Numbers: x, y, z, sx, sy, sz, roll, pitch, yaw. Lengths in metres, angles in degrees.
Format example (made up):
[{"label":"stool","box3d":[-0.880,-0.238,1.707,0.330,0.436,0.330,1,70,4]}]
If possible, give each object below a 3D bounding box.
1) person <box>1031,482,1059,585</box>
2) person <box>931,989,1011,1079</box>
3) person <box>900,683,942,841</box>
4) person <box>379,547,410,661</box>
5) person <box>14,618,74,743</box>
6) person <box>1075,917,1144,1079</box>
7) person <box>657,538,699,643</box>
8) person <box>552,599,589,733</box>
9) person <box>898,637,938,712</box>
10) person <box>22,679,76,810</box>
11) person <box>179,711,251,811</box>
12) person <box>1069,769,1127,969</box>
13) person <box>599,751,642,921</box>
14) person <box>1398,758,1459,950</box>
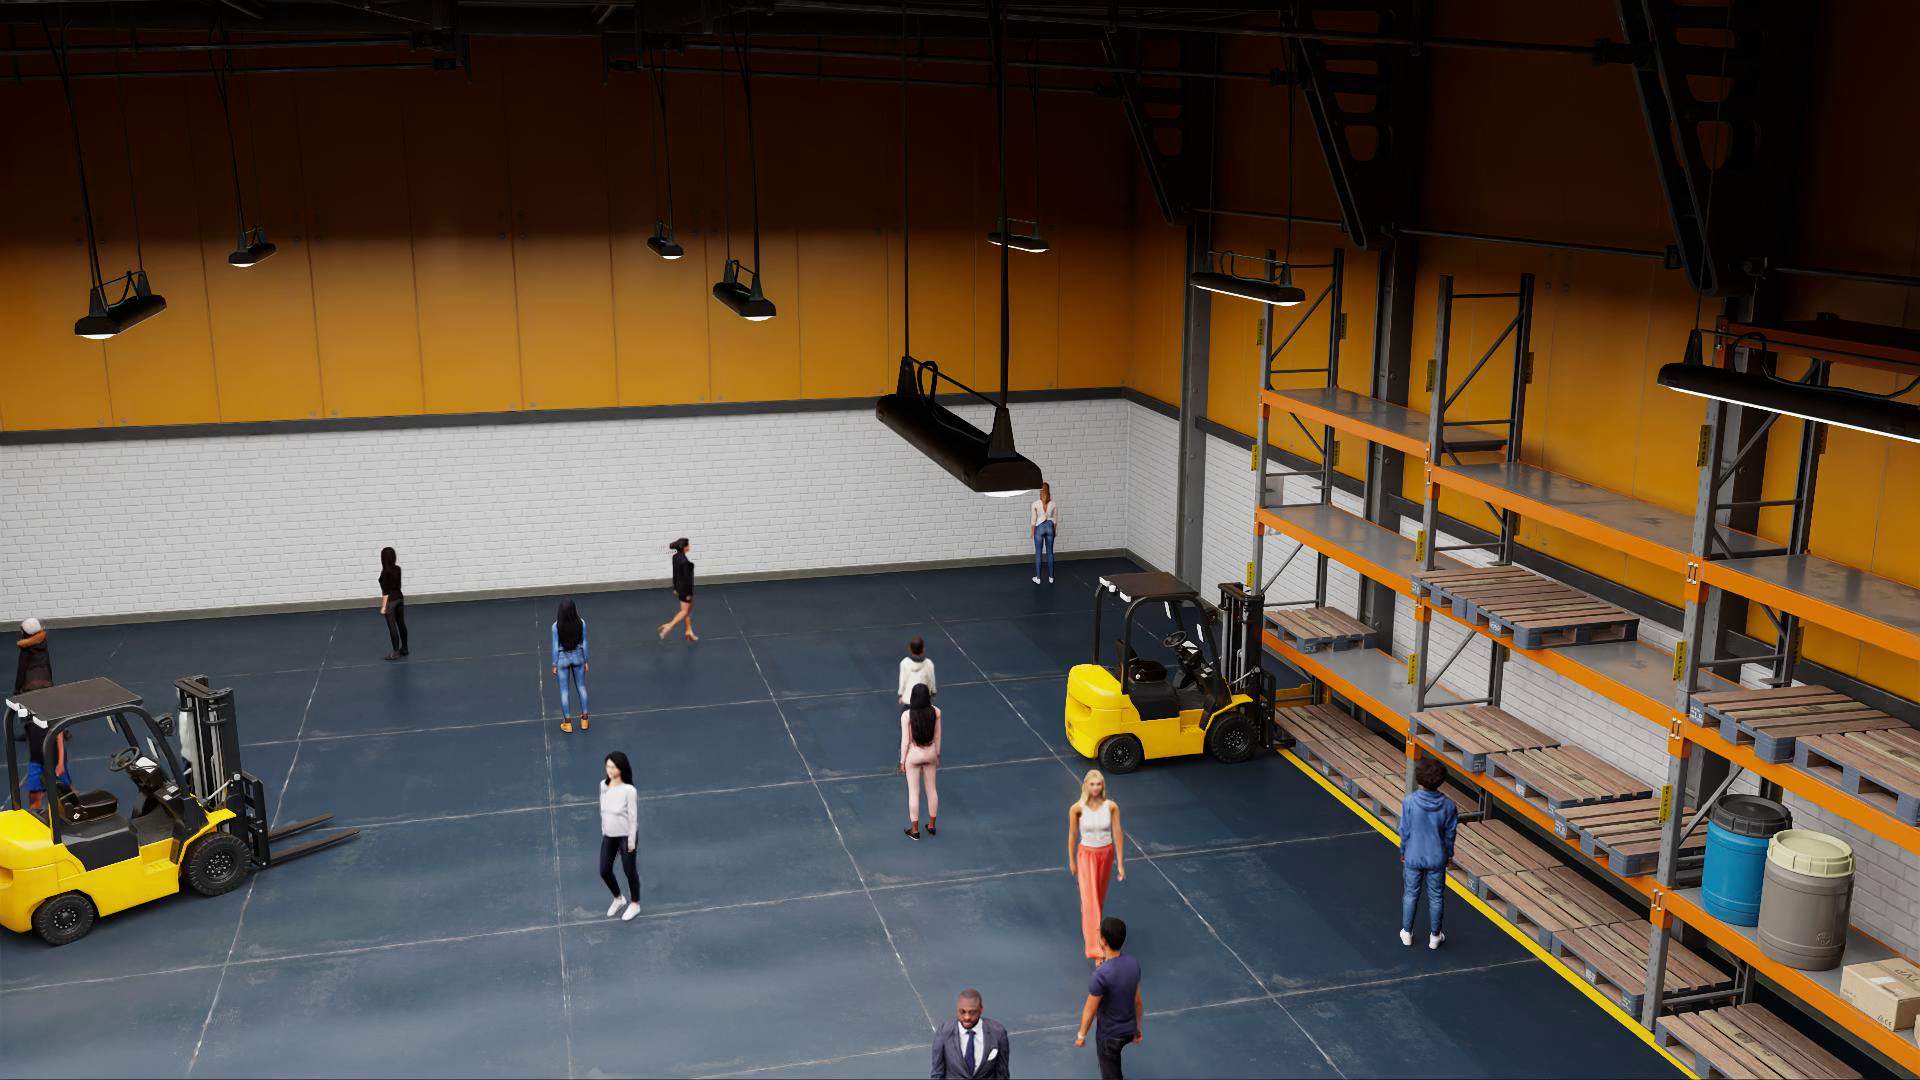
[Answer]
[{"label":"person","box3d":[1.423,-0.129,27.984,0.612,1.720,0.535,-3,14,-12]},{"label":"person","box3d":[0.069,3.866,11.266,0.756,1.824,0.684,0,14,0]},{"label":"person","box3d":[-0.414,2.345,17.767,0.653,1.721,0.594,-6,15,-25]},{"label":"person","box3d":[-8.140,0.897,23.914,0.713,1.642,0.612,5,14,18]},{"label":"person","box3d":[-11.268,1.769,20.405,0.840,1.599,1.024,0,14,0]},{"label":"person","box3d":[1.195,3.662,12.220,0.901,1.773,0.825,13,19,43]},{"label":"person","box3d":[-4.119,0.786,24.424,0.850,1.618,0.949,-10,17,-36]},{"label":"person","box3d":[-4.917,1.568,20.995,0.661,1.712,0.602,-7,15,-28]},{"label":"person","box3d":[-0.538,1.929,20.120,0.870,1.422,1.028,3,14,13]},{"label":"person","box3d":[-9.678,2.326,17.764,0.880,1.760,1.168,1,14,4]},{"label":"person","box3d":[-8.340,2.363,17.948,0.964,1.601,1.094,-12,18,-41]},{"label":"person","box3d":[1.229,2.944,15.259,0.722,1.738,1.328,-2,14,-8]},{"label":"person","box3d":[-3.189,2.806,15.932,0.735,1.688,0.781,6,15,23]},{"label":"person","box3d":[4.305,2.884,15.349,0.762,1.811,0.772,4,14,18]}]
